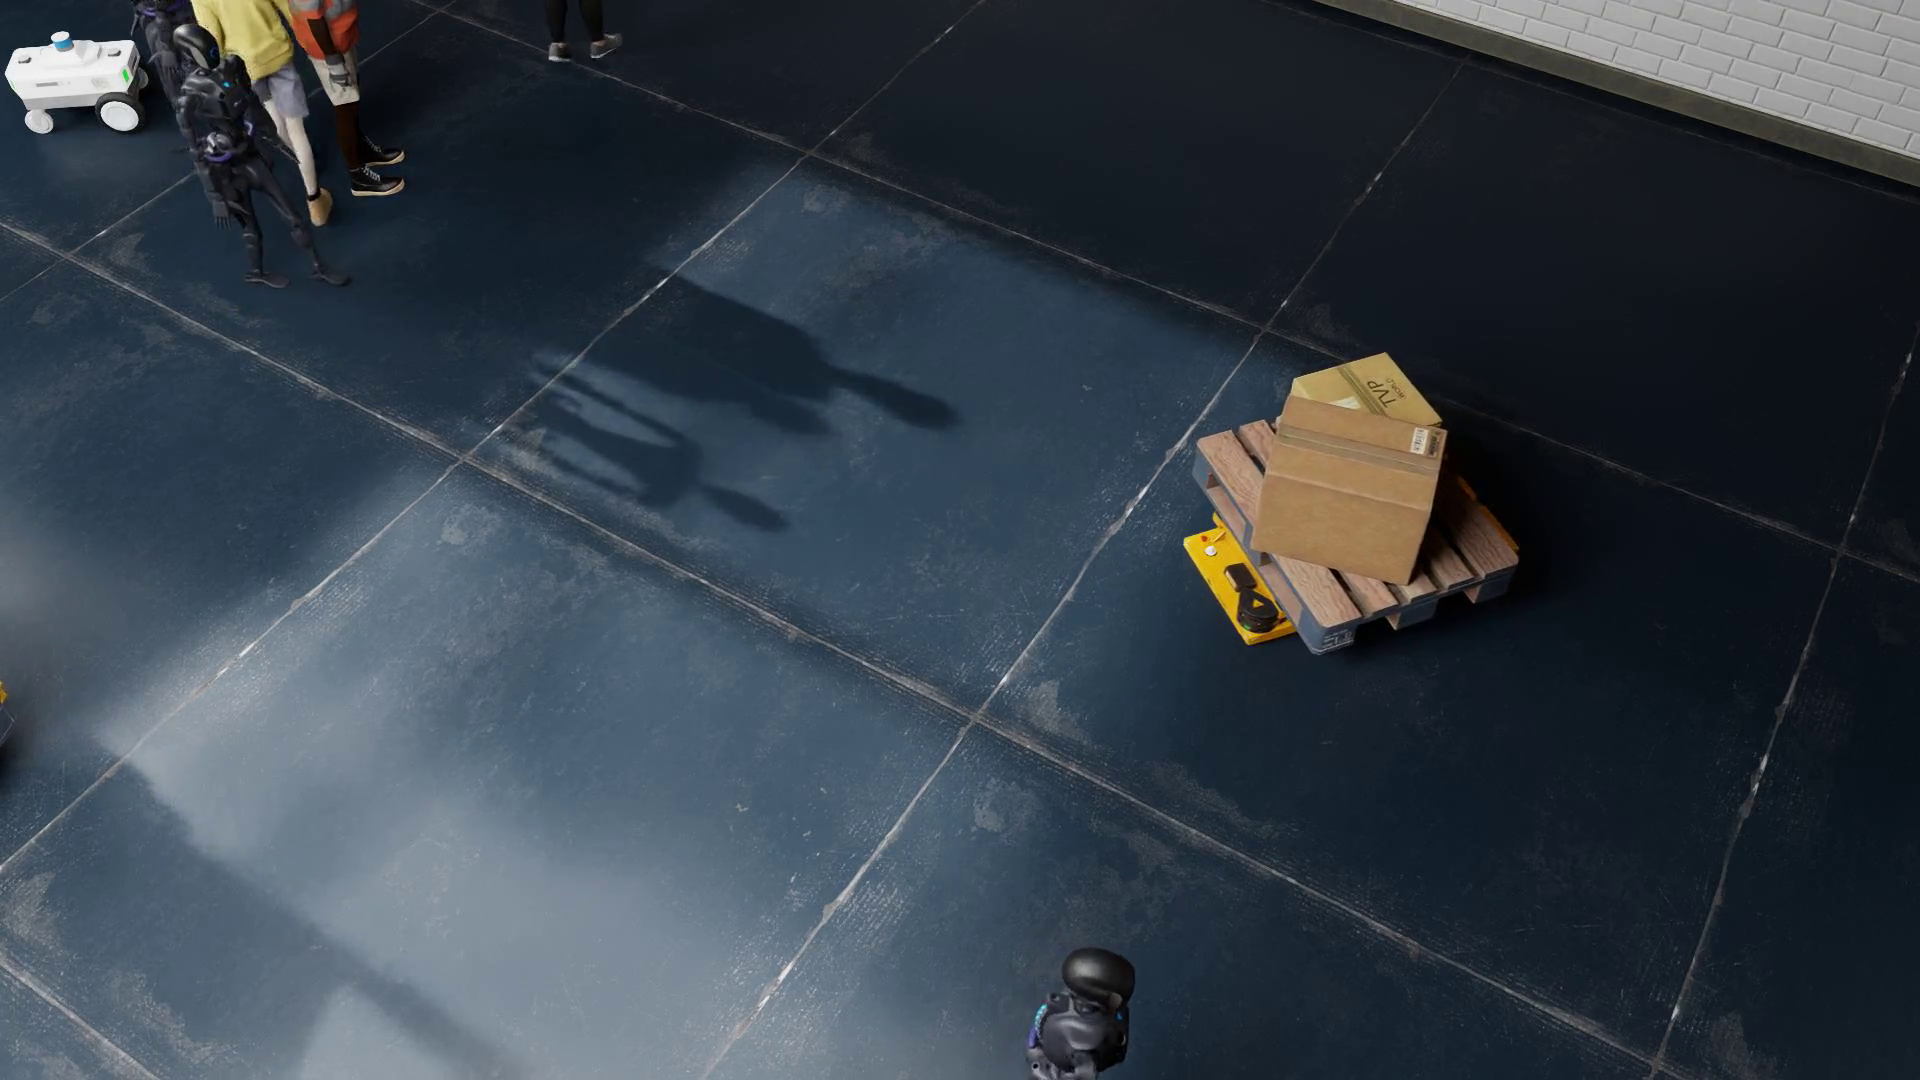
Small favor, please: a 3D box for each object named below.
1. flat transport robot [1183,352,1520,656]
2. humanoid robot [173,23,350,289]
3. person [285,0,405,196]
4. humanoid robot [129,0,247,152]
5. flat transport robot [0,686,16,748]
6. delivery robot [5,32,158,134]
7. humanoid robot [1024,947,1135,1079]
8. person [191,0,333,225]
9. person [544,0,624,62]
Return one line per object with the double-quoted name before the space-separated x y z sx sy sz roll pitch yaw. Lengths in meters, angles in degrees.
"flat transport robot" 1.840 0.009 7.807 1.431 0.231 0.659 -17 51 -14
"humanoid robot" -3.665 -1.930 8.575 0.606 1.635 0.600 15 50 12
"person" -3.447 -2.789 9.135 0.374 1.958 0.605 -11 50 -9
"humanoid robot" -4.530 -2.933 9.443 0.401 1.648 0.606 -29 55 -23
"flat transport robot" -4.641 1.117 6.839 0.659 0.231 1.431 8 49 7
"delivery robot" -5.301 -2.781 10.069 0.811 0.613 0.499 -6 49 -5
"humanoid robot" 0.343 1.778 5.334 0.354 1.649 0.590 2 49 2
"person" -3.812 -2.703 9.131 0.506 1.842 0.923 -10 50 -8
"person" -2.408 -3.677 10.073 0.773 1.770 0.451 17 51 14
